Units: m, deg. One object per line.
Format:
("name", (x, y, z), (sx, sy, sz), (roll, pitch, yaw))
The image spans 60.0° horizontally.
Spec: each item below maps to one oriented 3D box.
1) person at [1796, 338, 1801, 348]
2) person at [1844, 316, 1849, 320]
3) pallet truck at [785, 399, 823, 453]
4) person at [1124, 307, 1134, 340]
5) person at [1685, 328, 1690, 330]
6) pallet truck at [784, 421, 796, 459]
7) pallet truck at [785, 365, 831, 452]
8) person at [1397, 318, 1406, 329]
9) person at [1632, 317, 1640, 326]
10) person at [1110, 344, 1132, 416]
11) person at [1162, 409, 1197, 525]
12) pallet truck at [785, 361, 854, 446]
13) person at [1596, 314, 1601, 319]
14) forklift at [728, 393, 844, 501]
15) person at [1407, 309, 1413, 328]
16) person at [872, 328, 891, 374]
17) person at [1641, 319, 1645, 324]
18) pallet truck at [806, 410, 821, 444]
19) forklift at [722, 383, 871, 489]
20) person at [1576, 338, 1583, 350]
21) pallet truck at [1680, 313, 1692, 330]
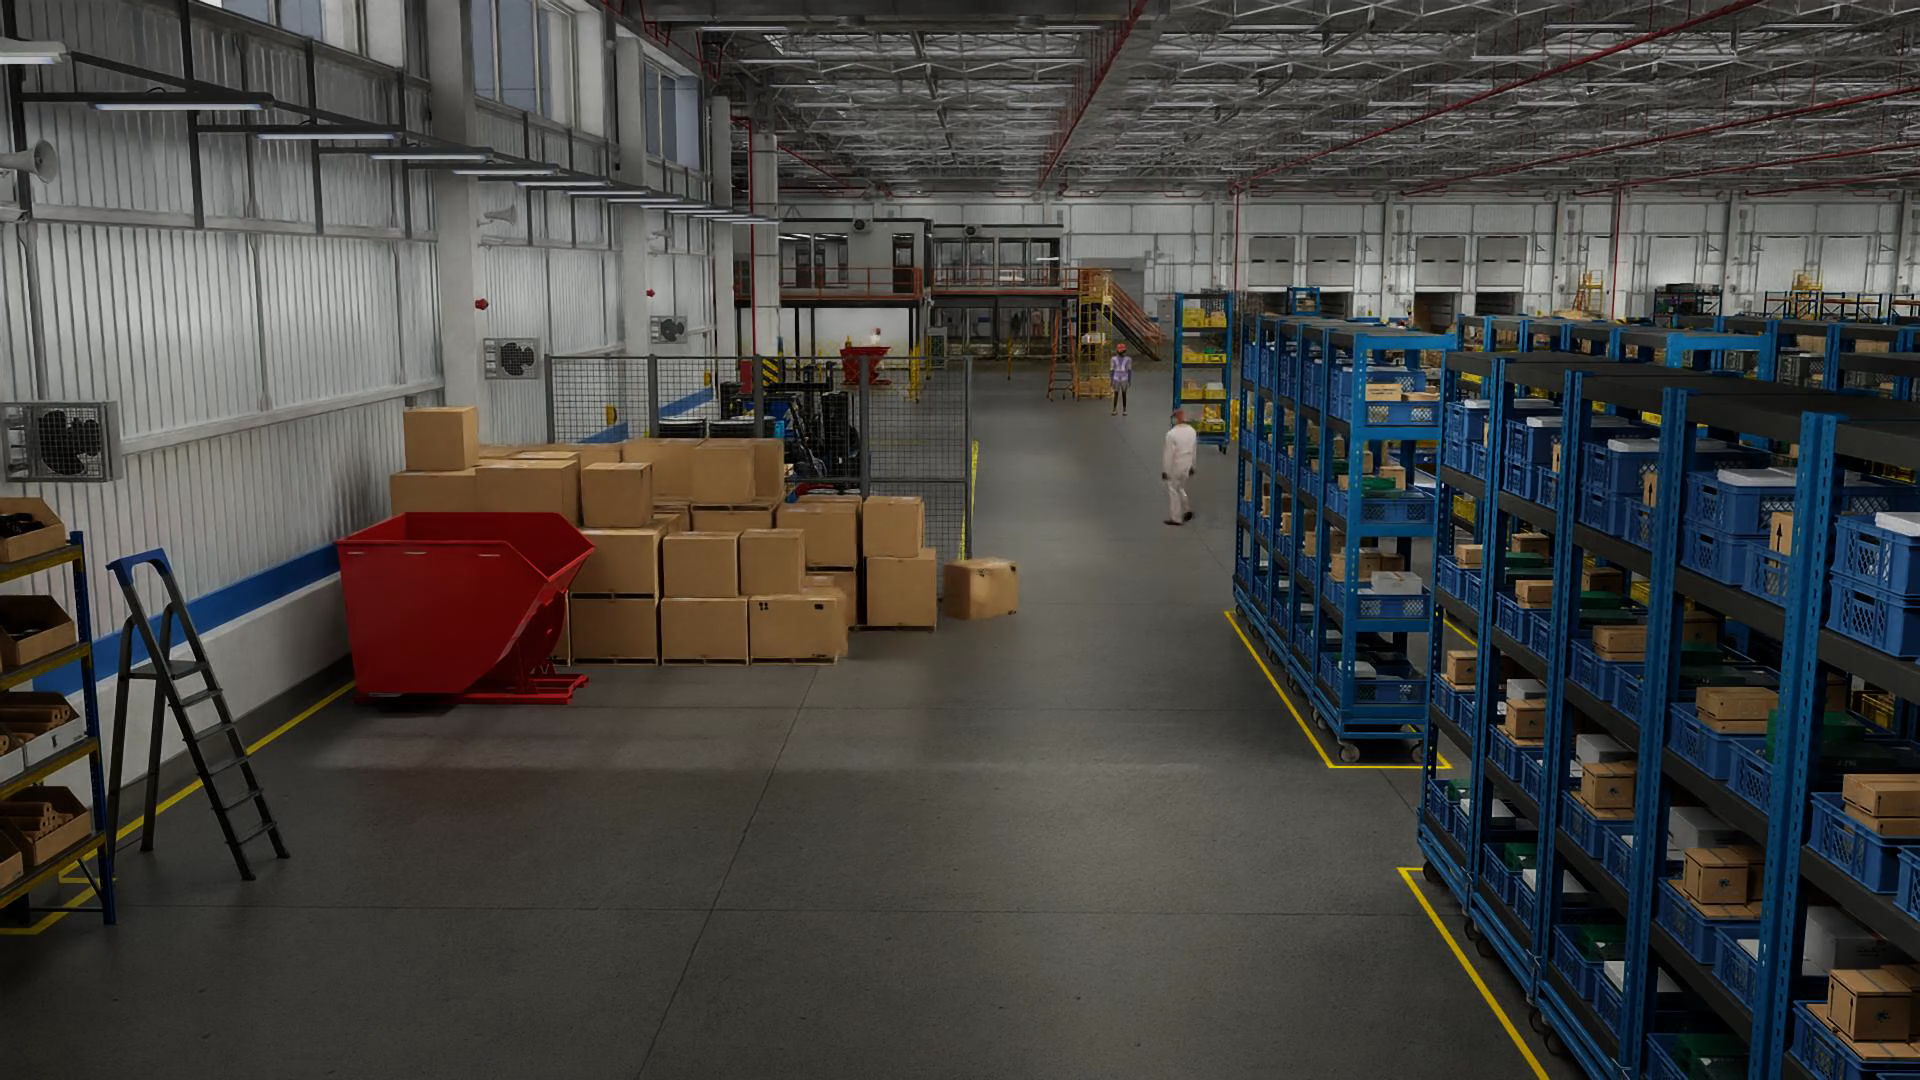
("person", (29.511, -6.290, 58.888), (0.522, 1.741, 0.530), (6, 11, 33))
("person", (43.533, -10.128, 82.162), (0.647, 1.869, 0.875), (-7, 12, -37))
("pallet truck", (-3.814, -2.432, 36.419), (1.630, 1.274, 0.653), (0, 9, 1))
("person", (9.962, -12.747, 98.060), (0.612, 1.947, 0.388), (-4, 10, -22))
("person", (26.660, -6.786, 61.149), (0.380, 1.995, 0.612), (-4, 10, -25))
("pallet truck", (-4.013, -1.793, 32.705), (1.601, 1.201, 0.680), (0, 9, 1))
("pallet truck", (-3.774, -2.976, 37.635), (1.885, 1.965, 0.823), (1, 9, 5))
("person", (20.137, -9.163, 76.032), (0.631, 1.923, 0.550), (-5, 11, -29))
("person", (31.741, -9.501, 78.134), (0.593, 1.922, 0.400), (0, 9, 0))
("person", (4.559, -4.546, 47.179), (0.604, 2.044, 0.375), (2, 9, 11))
("person", (3.504, -1.172, 26.843), (0.665, 1.888, 0.433), (-8, 12, -39))
("pallet truck", (-3.410, -3.193, 38.978), (1.885, 1.965, 0.823), (0, 9, -1))
("person", (33.922, -11.084, 88.215), (0.751, 1.818, 0.627), (6, 11, 32))
("forklift", (-2.979, -1.316, 26.476), (2.680, 1.987, 1.157), (0, 9, 1))
("person", (25.592, -12.178, 94.652), (0.395, 1.918, 0.591), (6, 11, 31))
("person", (-3.236, -7.435, 65.660), (1.002, 1.829, 0.596), (-6, 11, -32))
("person", (34.698, -10.415, 84.513), (0.794, 1.660, 0.558), (-9, 13, -42))
("pallet truck", (-3.559, -2.018, 33.905), (1.522, 1.261, 0.704), (0, 9, -1))
("forklift", (-2.893, -1.687, 28.729), (2.680, 1.987, 1.157), (0, 9, -1))
("person", (24.812, -7.809, 67.318), (0.689, 2.000, 0.538), (2, 9, 13))
("pallet truck", (36.315, -10.531, 84.244), (0.823, 1.965, 1.885), (-6, 11, -33))
